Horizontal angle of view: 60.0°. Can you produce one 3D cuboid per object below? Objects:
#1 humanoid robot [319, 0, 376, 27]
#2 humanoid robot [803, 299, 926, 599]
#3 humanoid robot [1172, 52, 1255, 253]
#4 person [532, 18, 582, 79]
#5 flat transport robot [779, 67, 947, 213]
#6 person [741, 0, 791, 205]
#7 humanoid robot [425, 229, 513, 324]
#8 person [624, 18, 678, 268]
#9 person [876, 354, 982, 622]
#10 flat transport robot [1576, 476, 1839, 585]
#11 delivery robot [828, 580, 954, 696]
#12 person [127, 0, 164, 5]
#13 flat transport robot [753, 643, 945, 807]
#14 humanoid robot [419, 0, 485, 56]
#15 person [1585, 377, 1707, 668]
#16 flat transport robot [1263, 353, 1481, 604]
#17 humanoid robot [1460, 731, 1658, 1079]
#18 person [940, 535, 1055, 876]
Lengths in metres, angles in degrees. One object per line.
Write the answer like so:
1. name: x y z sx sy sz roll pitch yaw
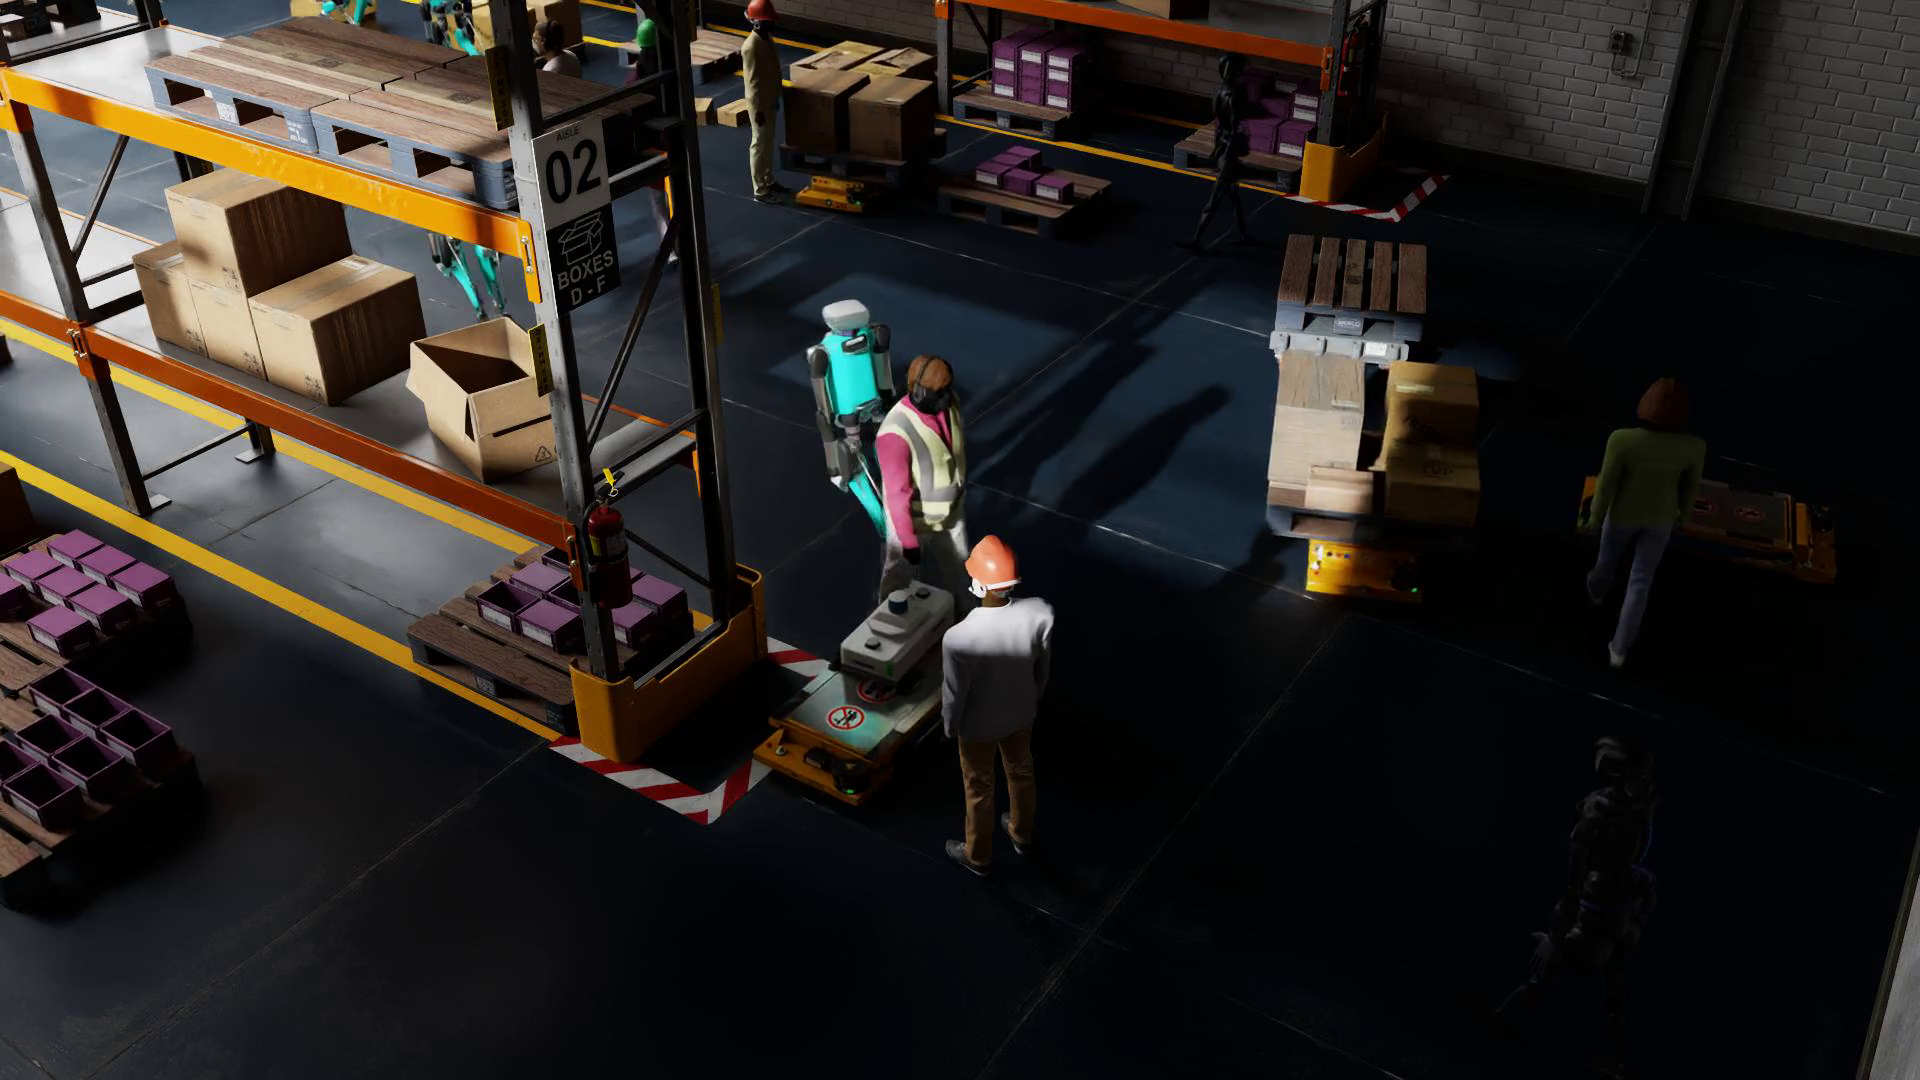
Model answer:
1. humanoid robot: -6.454 -5.751 17.391 1.011 1.746 0.532 23 40 31
2. humanoid robot: -0.430 -0.389 9.163 0.553 1.801 0.773 -24 40 -32
3. humanoid robot: 2.108 -3.117 13.400 0.754 1.625 0.593 -2 33 -2
4. person: -3.144 -3.170 13.216 0.373 1.940 0.630 2 33 3
5. flat transport robot: -0.859 -3.305 14.952 0.659 0.231 1.431 13 35 19
6. person: -1.670 -3.791 14.335 0.329 1.752 0.560 6 33 9
7. humanoid robot: -3.360 -1.925 11.599 0.537 1.876 0.789 -21 39 -29
8. person: -2.376 -3.155 13.215 0.491 1.914 0.954 -11 35 -17
9. person: -0.099 -0.116 8.646 0.853 1.800 0.645 22 39 30
10. flat transport robot: 4.508 -0.113 10.047 1.431 0.231 0.659 13 35 19
11. delivery robot: -0.327 0.534 8.762 0.499 0.564 0.737 17 37 24
12. person: -9.804 -7.236 19.631 0.761 1.755 0.448 -8 34 -13
13. flat transport robot: -0.375 0.811 8.627 0.659 0.231 1.431 20 38 27
14. humanoid robot: -4.698 -4.776 15.881 0.543 1.769 0.942 -29 43 -36
15. person: 3.632 -0.157 8.897 0.520 1.583 0.842 8 34 13
16. flat transport robot: 2.449 -0.115 10.050 0.659 0.231 1.431 7 34 10
17. humanoid robot: 2.441 1.427 6.426 0.596 1.617 0.785 -26 41 -34
18. person: 0.146 0.740 7.374 0.558 1.751 0.324 -19 38 -27
